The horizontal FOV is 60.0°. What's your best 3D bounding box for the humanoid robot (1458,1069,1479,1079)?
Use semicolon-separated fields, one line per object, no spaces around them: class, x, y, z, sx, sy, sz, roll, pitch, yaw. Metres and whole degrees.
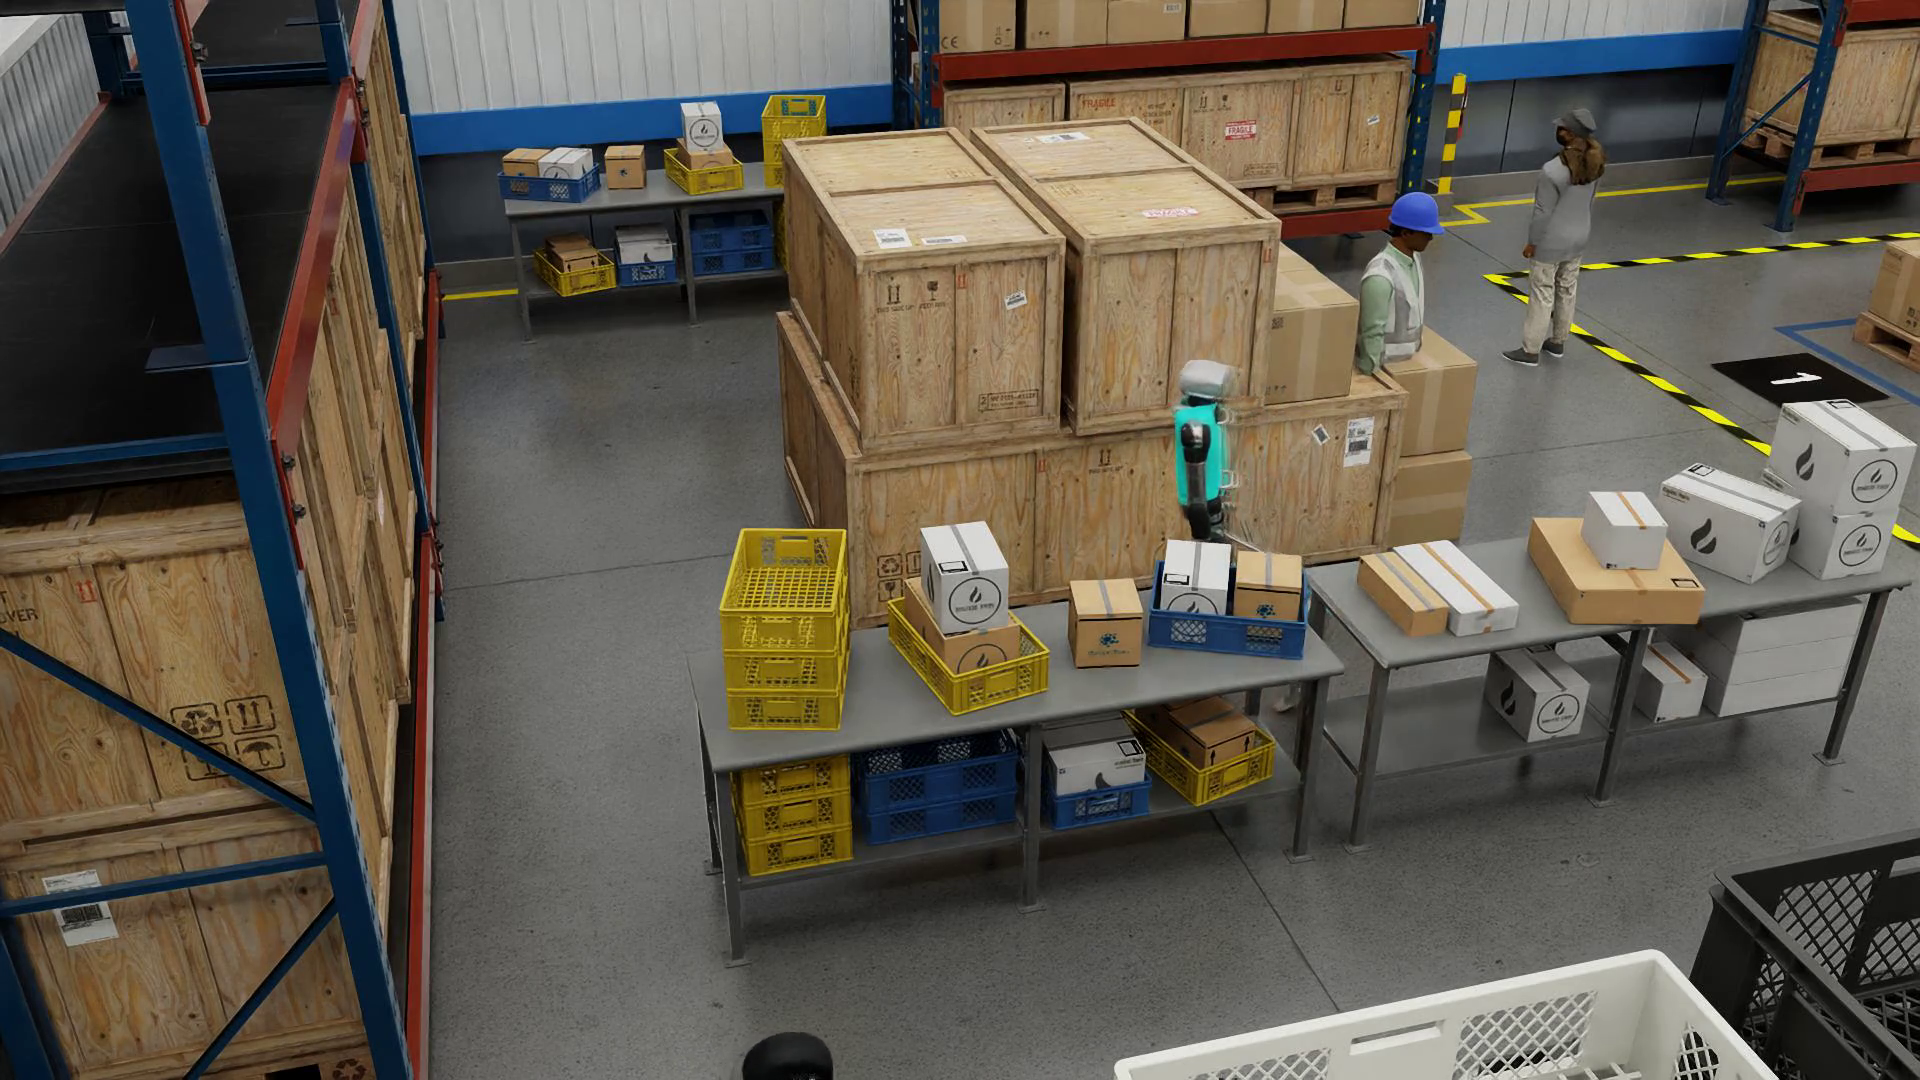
humanoid robot;0.958;1.918;4.039;0.725;1.720;0.530;12;31;21

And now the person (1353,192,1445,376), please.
person;2.345;-0.967;9.145;0.411;1.939;0.602;17;33;29

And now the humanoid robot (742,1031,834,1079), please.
humanoid robot;-0.499;1.903;4.262;0.817;1.617;0.592;-11;31;-19

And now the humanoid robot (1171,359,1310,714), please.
humanoid robot;1.363;0.046;7.572;1.021;1.785;0.531;4;29;7

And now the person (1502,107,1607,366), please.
person;4.064;-2.043;11.269;0.563;1.769;0.397;-18;33;-29

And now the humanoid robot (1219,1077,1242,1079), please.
humanoid robot;0.544;2.022;4.017;0.609;1.621;0.679;24;37;36
